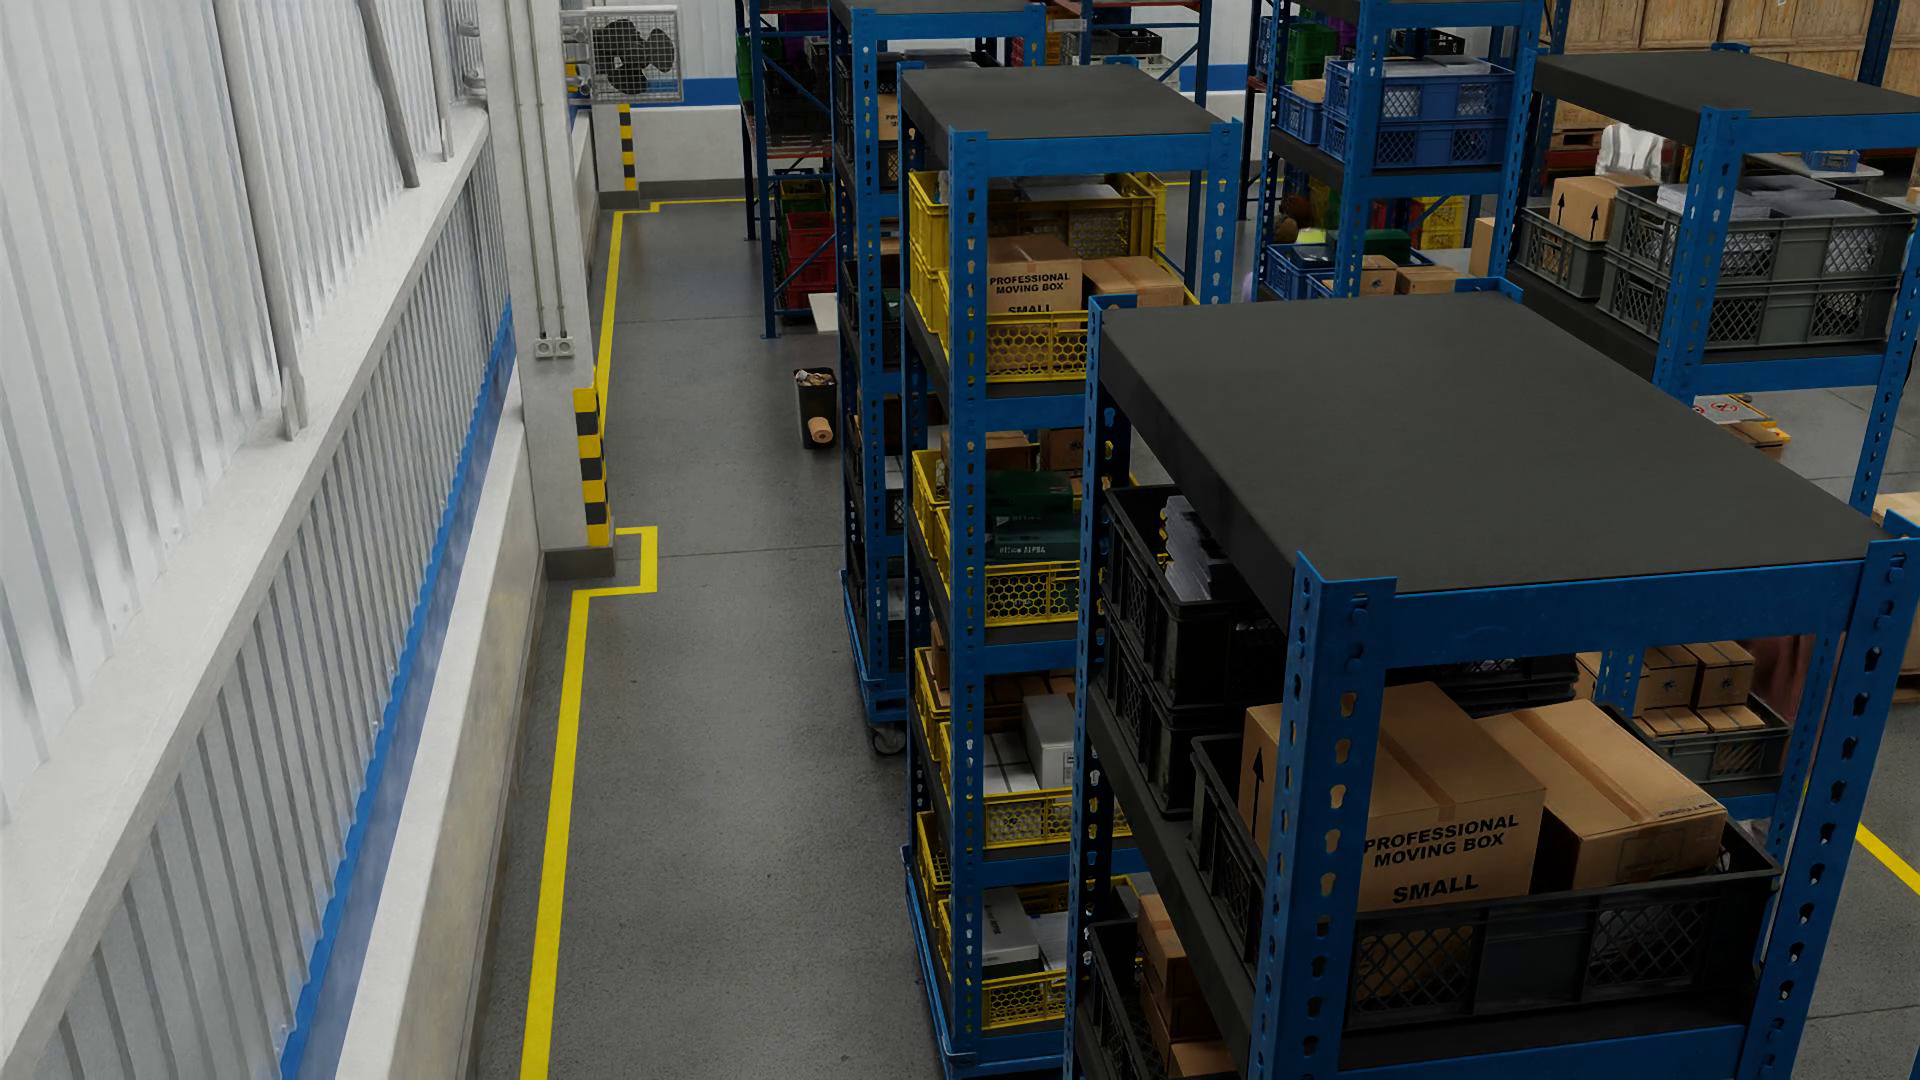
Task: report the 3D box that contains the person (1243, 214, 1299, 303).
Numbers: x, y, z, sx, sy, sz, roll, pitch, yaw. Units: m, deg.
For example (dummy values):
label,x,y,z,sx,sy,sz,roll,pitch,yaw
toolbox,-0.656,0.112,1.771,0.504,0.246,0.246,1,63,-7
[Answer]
label,x,y,z,sx,sy,sz,roll,pitch,yaw
person,2.020,-1.156,10.797,0.630,1.940,0.370,-18,30,-34

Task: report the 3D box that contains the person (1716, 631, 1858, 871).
label,x,y,z,sx,sy,sz,roll,pitch,yaw
person,3.143,0.829,6.503,0.655,1.950,0.881,3,25,7

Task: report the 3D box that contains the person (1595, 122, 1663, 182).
label,x,y,z,sx,sy,sz,roll,pitch,yaw
person,6.014,-3.186,15.305,0.804,1.863,0.545,0,25,0

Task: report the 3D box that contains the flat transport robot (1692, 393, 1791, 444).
label,x,y,z,sx,sy,sz,roll,pitch,yaw
flat transport robot,5.224,-0.859,12.132,1.431,0.197,0.652,-4,25,-8

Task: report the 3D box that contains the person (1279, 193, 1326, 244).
label,x,y,z,sx,sy,sz,roll,pitch,yaw
person,2.291,-1.577,11.872,0.627,1.799,0.893,-15,28,-29

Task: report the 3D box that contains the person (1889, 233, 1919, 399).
label,x,y,z,sx,sy,sz,roll,pitch,yaw
person,7.243,-1.762,12.398,0.537,1.696,0.321,7,26,15
